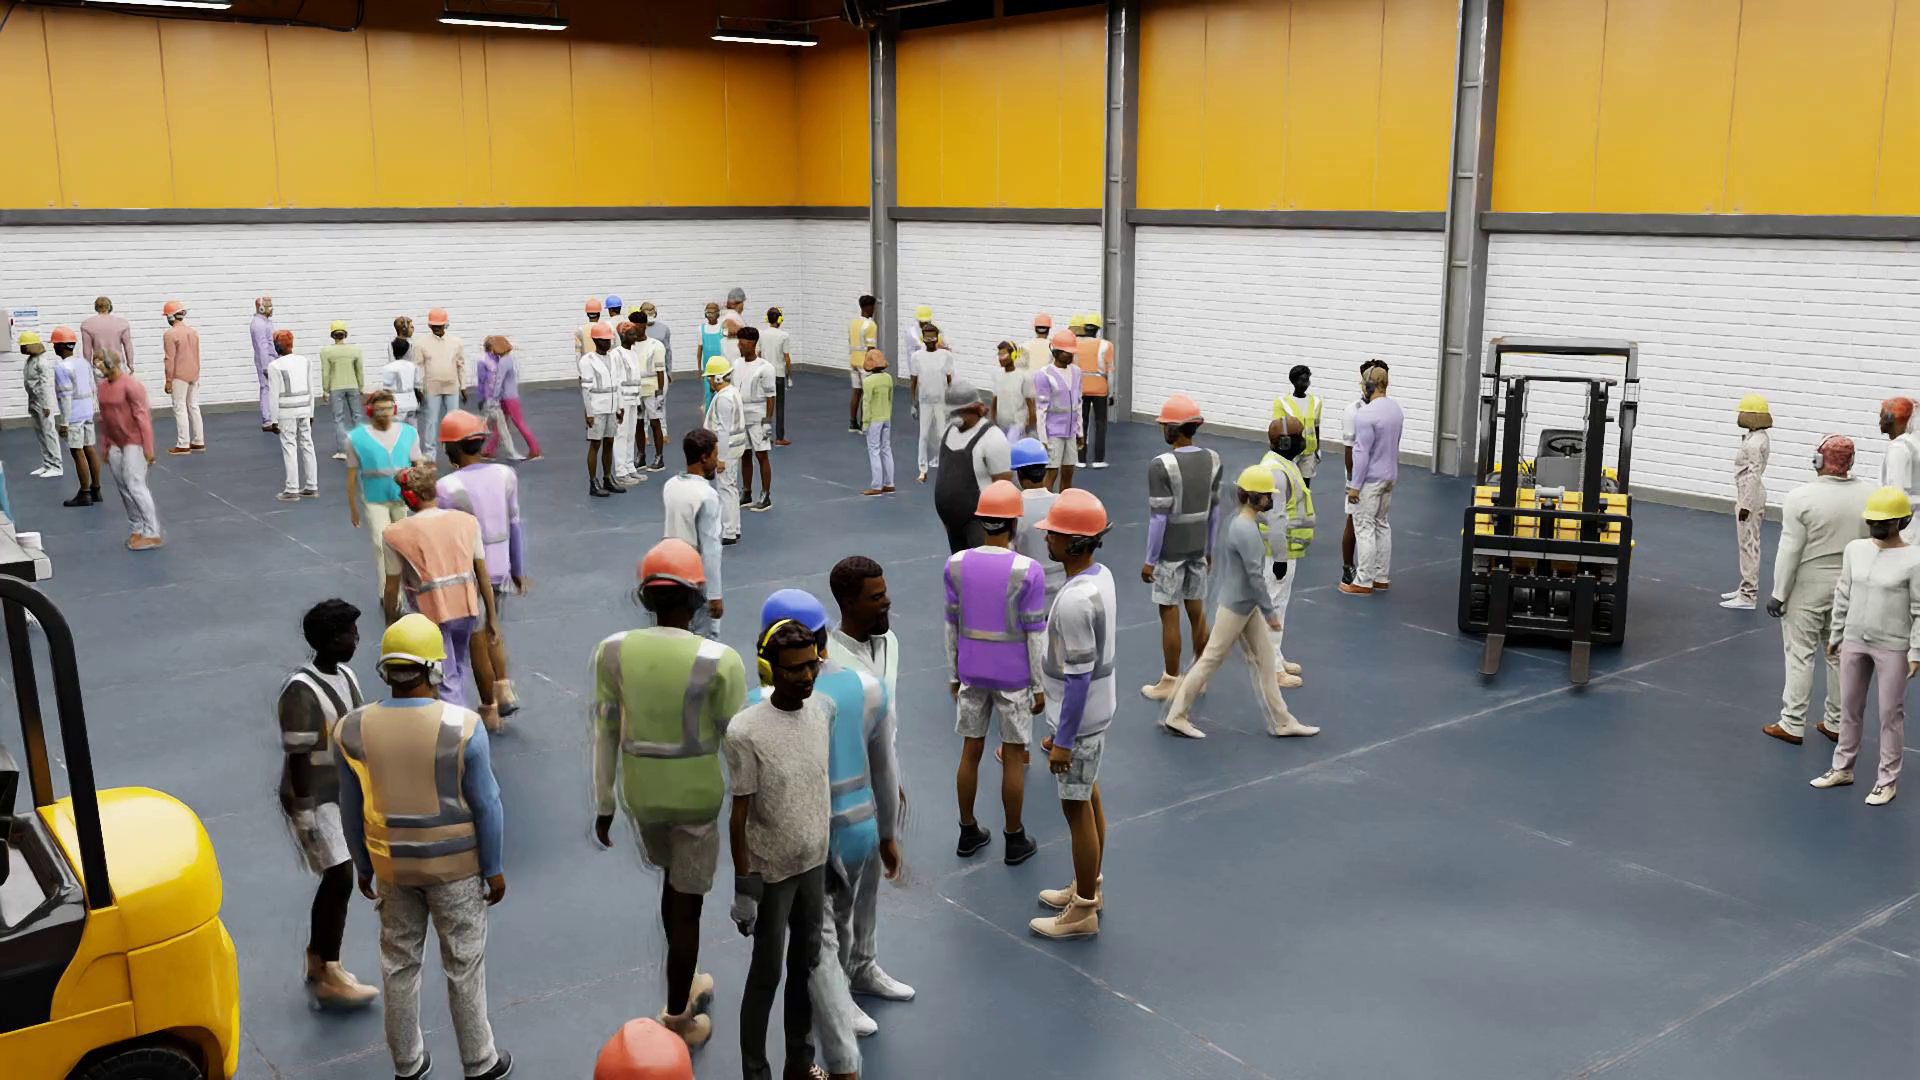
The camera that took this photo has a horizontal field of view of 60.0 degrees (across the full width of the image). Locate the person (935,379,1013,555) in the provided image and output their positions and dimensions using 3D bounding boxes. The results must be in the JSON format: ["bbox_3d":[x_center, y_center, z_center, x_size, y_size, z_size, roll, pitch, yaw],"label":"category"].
[{"bbox_3d":[0.077,-0.233,12.358,0.539,2.000,0.742,-8,14,-35],"label":"person"}]

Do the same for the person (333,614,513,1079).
[{"bbox_3d":[-1.950,1.169,6.112,0.586,1.827,0.403,1,12,4],"label":"person"}]

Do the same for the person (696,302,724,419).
[{"bbox_3d":[-3.472,-2.441,23.538,0.501,1.838,0.341,1,12,5],"label":"person"}]

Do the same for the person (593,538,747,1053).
[{"bbox_3d":[-1.060,0.986,6.540,0.651,2.008,0.777,4,12,18],"label":"person"}]

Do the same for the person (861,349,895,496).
[{"bbox_3d":[-0.921,-1.309,18.563,0.276,1.627,0.497,8,14,33],"label":"person"}]

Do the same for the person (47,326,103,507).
[{"bbox_3d":[-9.537,-1.327,17.889,0.371,1.939,0.543,0,12,2],"label":"person"}]

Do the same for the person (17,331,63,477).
[{"bbox_3d":[-10.967,-1.615,19.781,0.485,1.737,0.321,10,15,40],"label":"person"}]

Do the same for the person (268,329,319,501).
[{"bbox_3d":[-7.318,-1.366,18.231,0.358,1.880,0.575,6,13,27],"label":"person"}]

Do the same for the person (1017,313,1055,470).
[{"bbox_3d":[0.975,-1.799,20.245,0.586,1.908,0.514,2,12,8],"label":"person"}]

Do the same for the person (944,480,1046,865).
[{"bbox_3d":[0.188,0.660,8.318,0.544,1.930,0.387,6,13,26],"label":"person"}]

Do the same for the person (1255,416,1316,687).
[{"bbox_3d":[2.207,0.069,11.385,0.429,1.845,0.627,2,12,12],"label":"person"}]

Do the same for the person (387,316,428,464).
[{"bbox_3d":[-6.869,-1.854,20.665,0.514,1.845,0.339,9,15,36],"label":"person"}]

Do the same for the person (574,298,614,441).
[{"bbox_3d":[-4.951,-2.314,22.650,0.546,1.942,0.352,0,12,1],"label":"person"}]

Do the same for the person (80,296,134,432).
[{"bbox_3d":[-11.927,-2.448,23.321,0.635,1.930,0.354,-6,13,-27],"label":"person"}]

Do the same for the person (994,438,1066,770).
[{"bbox_3d":[0.428,0.373,9.686,0.604,1.937,0.402,-6,13,-27],"label":"person"}]

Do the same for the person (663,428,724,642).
[{"bbox_3d":[-1.645,0.254,10.347,0.470,1.904,0.601,-7,14,-32],"label":"person"}]

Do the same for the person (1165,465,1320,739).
[{"bbox_3d":[1.710,0.393,10.138,0.943,1.713,0.527,3,12,13],"label":"person"}]

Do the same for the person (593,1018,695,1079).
[{"bbox_3d":[-0.591,1.787,3.308,0.564,1.748,0.339,-8,14,-35],"label":"person"}]

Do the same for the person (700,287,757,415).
[{"bbox_3d":[-3.334,-2.677,24.165,0.859,2.000,0.678,-2,12,-7],"label":"person"}]

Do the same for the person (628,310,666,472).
[{"bbox_3d":[-3.829,-1.799,20.142,0.598,1.958,0.373,5,13,21],"label":"person"}]

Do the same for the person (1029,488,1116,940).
[{"bbox_3d":[0.508,0.779,7.456,0.370,2.048,0.607,3,12,12],"label":"person"}]

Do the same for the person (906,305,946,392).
[{"bbox_3d":[-0.462,-2.452,23.652,0.610,1.804,0.442,-3,12,-16],"label":"person"}]

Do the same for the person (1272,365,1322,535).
[{"bbox_3d":[3.293,-0.867,16.257,0.542,1.695,0.316,-3,12,-16],"label":"person"}]

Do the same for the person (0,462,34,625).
[{"bbox_3d":[-7.514,-0.094,12.781,0.882,1.590,0.504,3,12,14],"label":"person"}]

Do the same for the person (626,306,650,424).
[{"bbox_3d":[-4.656,-2.512,24.090,0.312,1.744,0.487,4,12,17],"label":"person"}]

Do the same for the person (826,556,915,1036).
[{"bbox_3d":[-0.425,1.002,6.698,0.389,1.917,0.592,6,13,26],"label":"person"}]

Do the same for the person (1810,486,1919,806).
[{"bbox_3d":[5.020,0.574,9.135,0.323,1.765,0.534,-6,13,-28],"label":"person"}]

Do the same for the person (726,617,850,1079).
[{"bbox_3d":[-0.605,1.181,5.951,0.310,1.869,0.531,10,15,39],"label":"person"}]

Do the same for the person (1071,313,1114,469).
[{"bbox_3d":[1.577,-1.812,20.330,0.620,1.898,0.493,4,12,18],"label":"person"}]

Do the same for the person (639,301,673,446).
[{"bbox_3d":[-4.147,-2.225,22.262,0.637,1.930,0.373,-8,14,-33],"label":"person"}]

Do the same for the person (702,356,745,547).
[{"bbox_3d":[-2.249,-0.842,15.848,0.403,1.820,0.603,0,12,-2],"label":"person"}]
